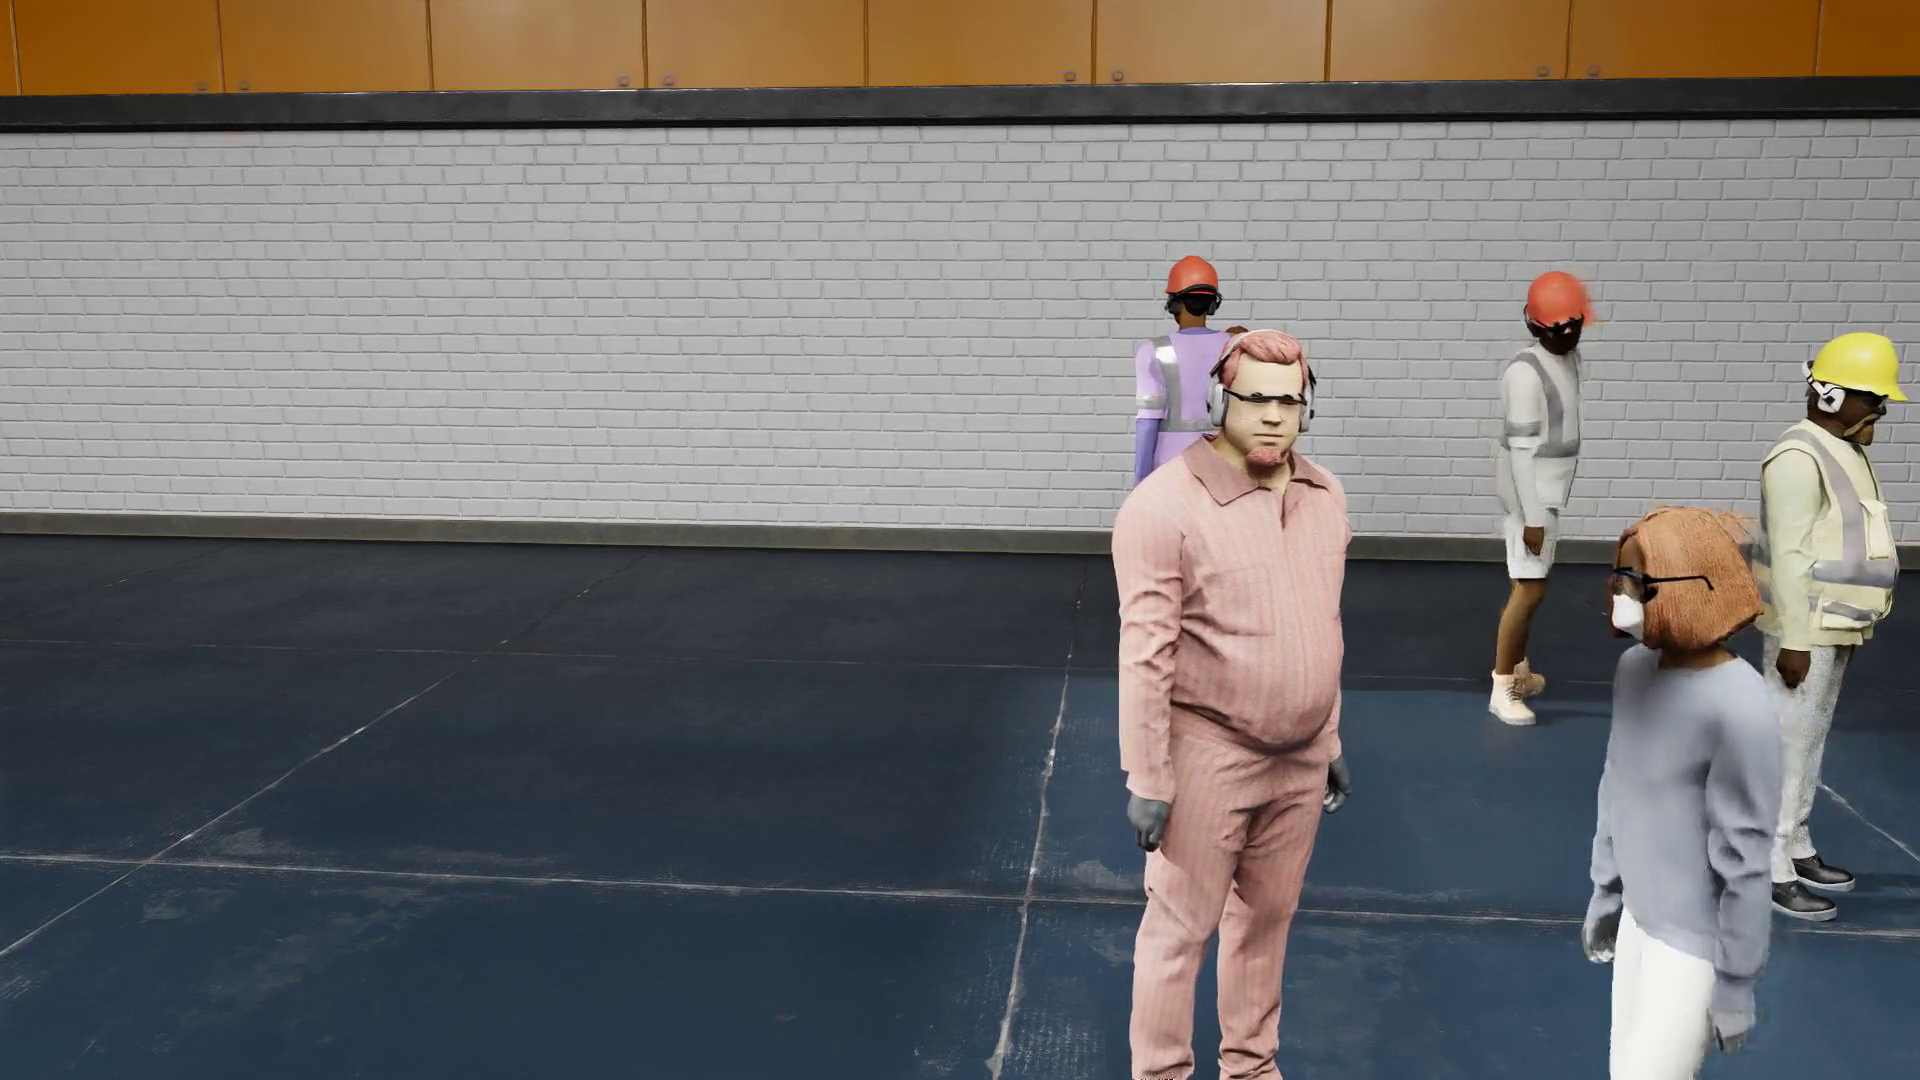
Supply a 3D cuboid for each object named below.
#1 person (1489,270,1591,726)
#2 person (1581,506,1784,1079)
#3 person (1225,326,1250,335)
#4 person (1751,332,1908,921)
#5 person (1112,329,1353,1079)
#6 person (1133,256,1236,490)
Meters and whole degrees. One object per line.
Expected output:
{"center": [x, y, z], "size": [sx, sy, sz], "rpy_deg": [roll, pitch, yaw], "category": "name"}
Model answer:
{"center": [2.584, -0.186, 7.358], "size": [0.434, 1.995, 0.798], "rpy_deg": [7, 12, 34], "category": "person"}
{"center": [1.326, 0.740, 3.067], "size": [0.366, 1.622, 0.503], "rpy_deg": [0, 10, 0], "category": "person"}
{"center": [1.635, -0.444, 9.818], "size": [0.498, 1.633, 0.278], "rpy_deg": [-2, 10, -13], "category": "person"}
{"center": [2.712, 0.261, 5.245], "size": [0.403, 1.823, 0.586], "rpy_deg": [8, 13, 39], "category": "person"}
{"center": [0.643, 0.487, 3.719], "size": [0.648, 1.904, 0.401], "rpy_deg": [-7, 12, -33], "category": "person"}
{"center": [1.091, -0.322, 7.949], "size": [0.605, 2.045, 0.377], "rpy_deg": [-3, 10, -18], "category": "person"}
